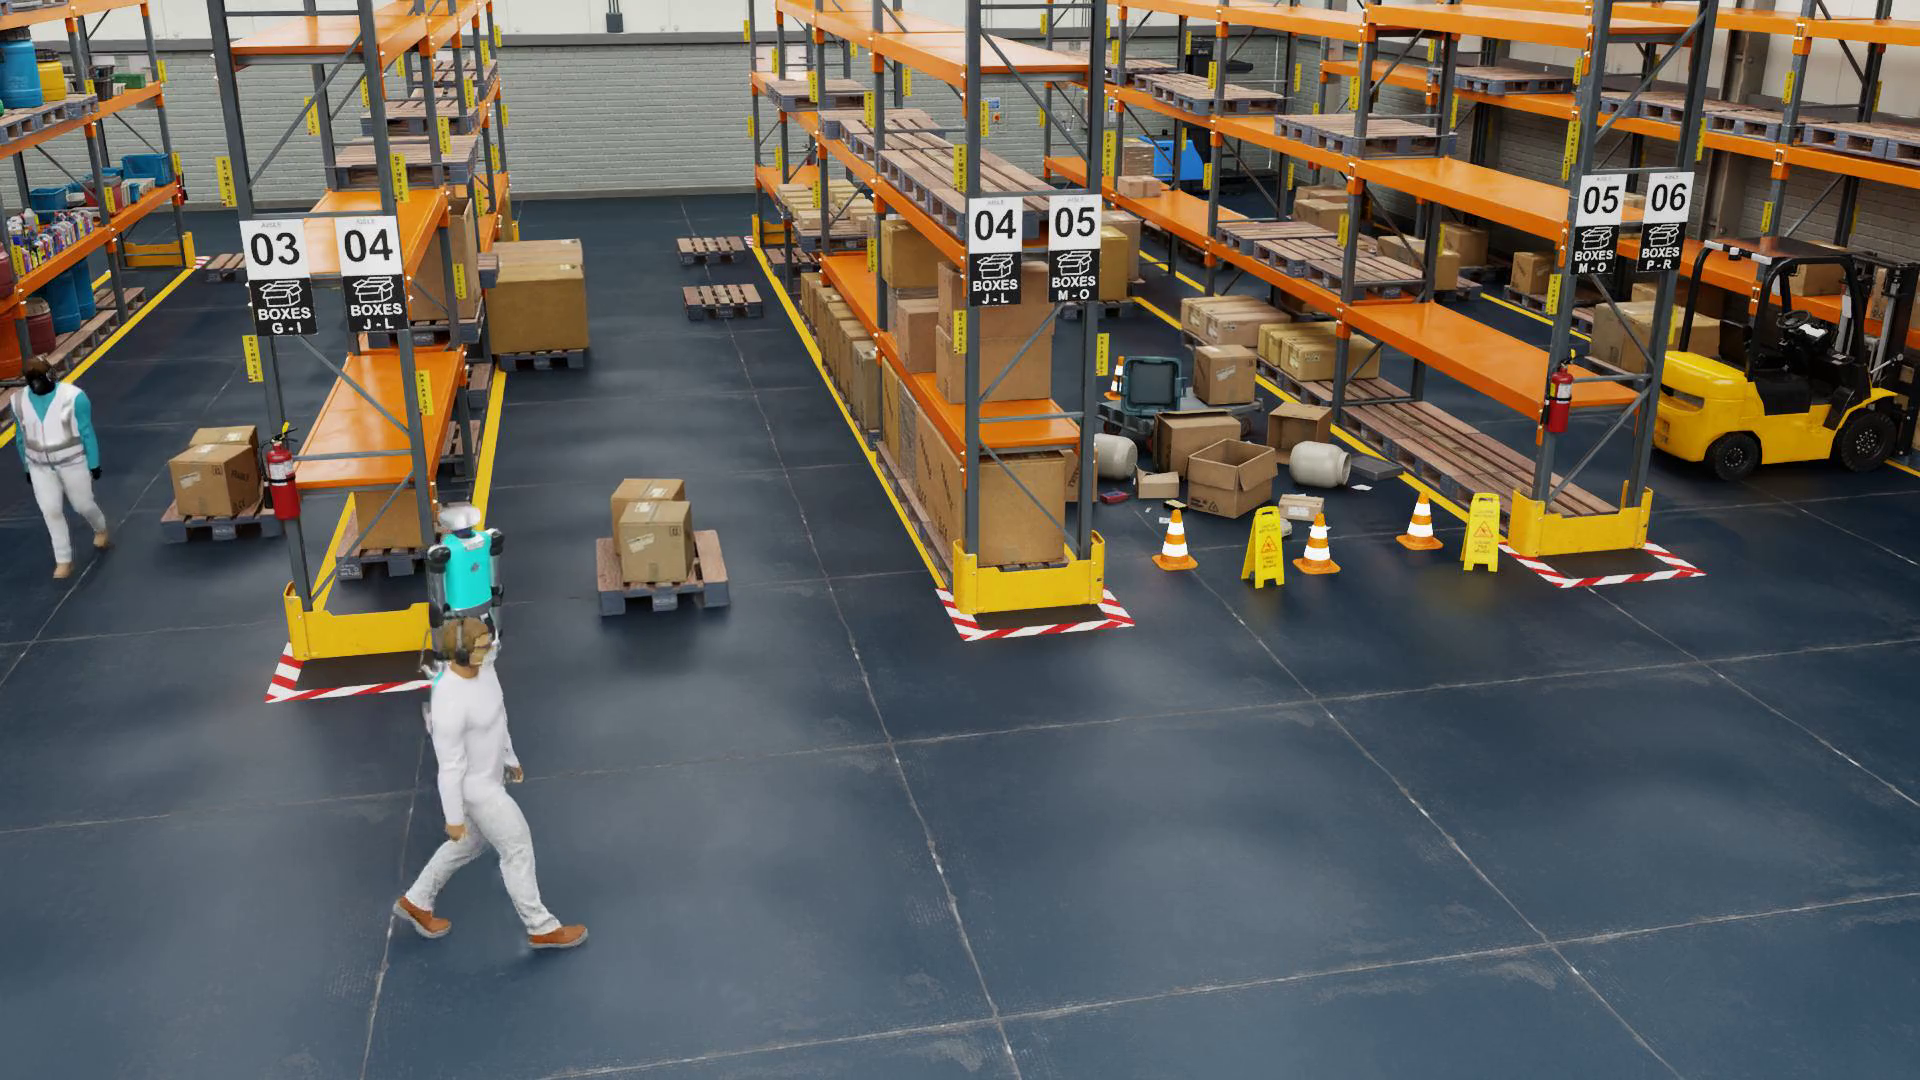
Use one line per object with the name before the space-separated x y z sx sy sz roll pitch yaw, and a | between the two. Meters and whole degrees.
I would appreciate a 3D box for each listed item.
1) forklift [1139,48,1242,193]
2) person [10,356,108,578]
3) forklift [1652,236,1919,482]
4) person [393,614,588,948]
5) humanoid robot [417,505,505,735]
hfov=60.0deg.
forklift | 4.566 -8.313 32.860 1.873 2.768 1.129 -4 21 -12
person | -7.411 -0.647 13.716 0.631 1.815 0.738 -3 21 -9
forklift | 8.013 -1.814 16.330 2.313 2.155 1.214 -4 21 -12
person | -2.501 1.248 8.506 0.967 1.906 0.629 -2 20 -5
humanoid robot | -3.314 0.571 10.606 0.948 1.779 0.549 15 25 34
